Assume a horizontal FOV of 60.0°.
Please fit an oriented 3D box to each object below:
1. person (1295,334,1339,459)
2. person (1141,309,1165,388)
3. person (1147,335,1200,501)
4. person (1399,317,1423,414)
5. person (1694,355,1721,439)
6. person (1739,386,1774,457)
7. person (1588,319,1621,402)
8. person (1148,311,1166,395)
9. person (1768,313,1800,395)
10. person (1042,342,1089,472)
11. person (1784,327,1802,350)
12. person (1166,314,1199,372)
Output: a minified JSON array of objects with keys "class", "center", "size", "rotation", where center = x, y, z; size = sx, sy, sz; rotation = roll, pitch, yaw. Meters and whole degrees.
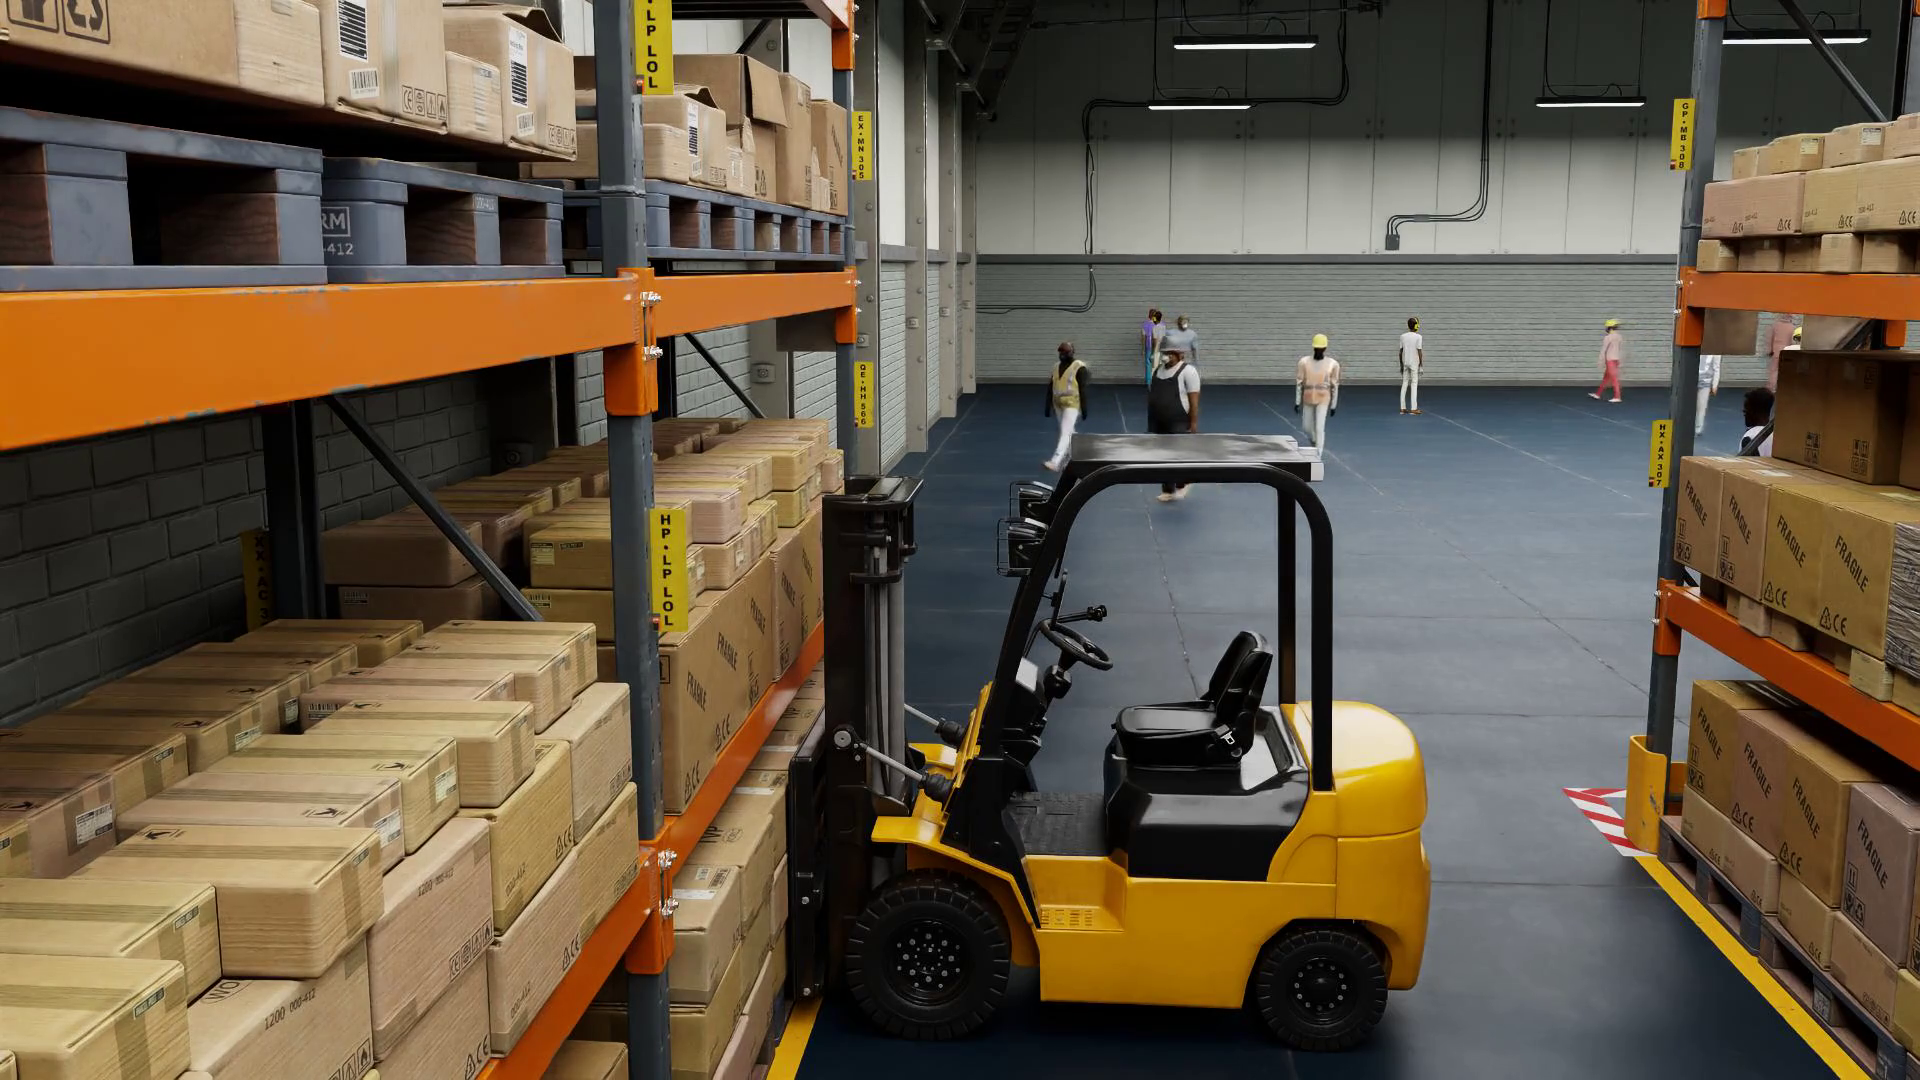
[{"class":"person","center":[5.109,-1.998,23.759],"size":[0.602,1.905,0.642],"rotation":[5,10,27]},{"class":"person","center":[4.544,-4.503,39.103],"size":[0.566,1.849,0.387],"rotation":[-1,9,-4]},{"class":"person","center":[2.523,-1.462,20.101],"size":[0.541,2.000,0.709],"rotation":[-9,13,-43]},{"class":"person","center":[8.726,-3.364,32.145],"size":[0.328,1.872,0.515],"rotation":[-9,13,-42]},{"class":"person","center":[12.222,-2.560,27.574],"size":[0.616,1.811,0.735],"rotation":[9,13,44]},{"class":"person","center":[6.320,-0.253,13.152],"size":[0.597,1.915,0.370],"rotation":[-9,13,-43]},{"class":"person","center":[13.604,-3.772,35.021],"size":[0.551,1.721,0.868],"rotation":[-7,12,-38]},{"class":"person","center":[4.356,-4.117,36.725],"size":[0.310,1.864,0.533],"rotation":[7,12,38]},{"class":"person","center":[18.198,-4.115,36.737],"size":[0.395,1.864,0.730],"rotation":[-4,10,-24]},{"class":"person","center":[1.443,-1.863,23.294],"size":[0.933,1.790,0.640],"rotation":[-7,12,-38]},{"class":"person","center":[14.913,-2.902,29.657],"size":[0.531,1.767,0.328],"rotation":[2,9,9]},{"class":"person","center":[4.336,-3.421,32.341],"size":[0.656,1.914,0.730],"rotation":[-2,10,-10]}]
